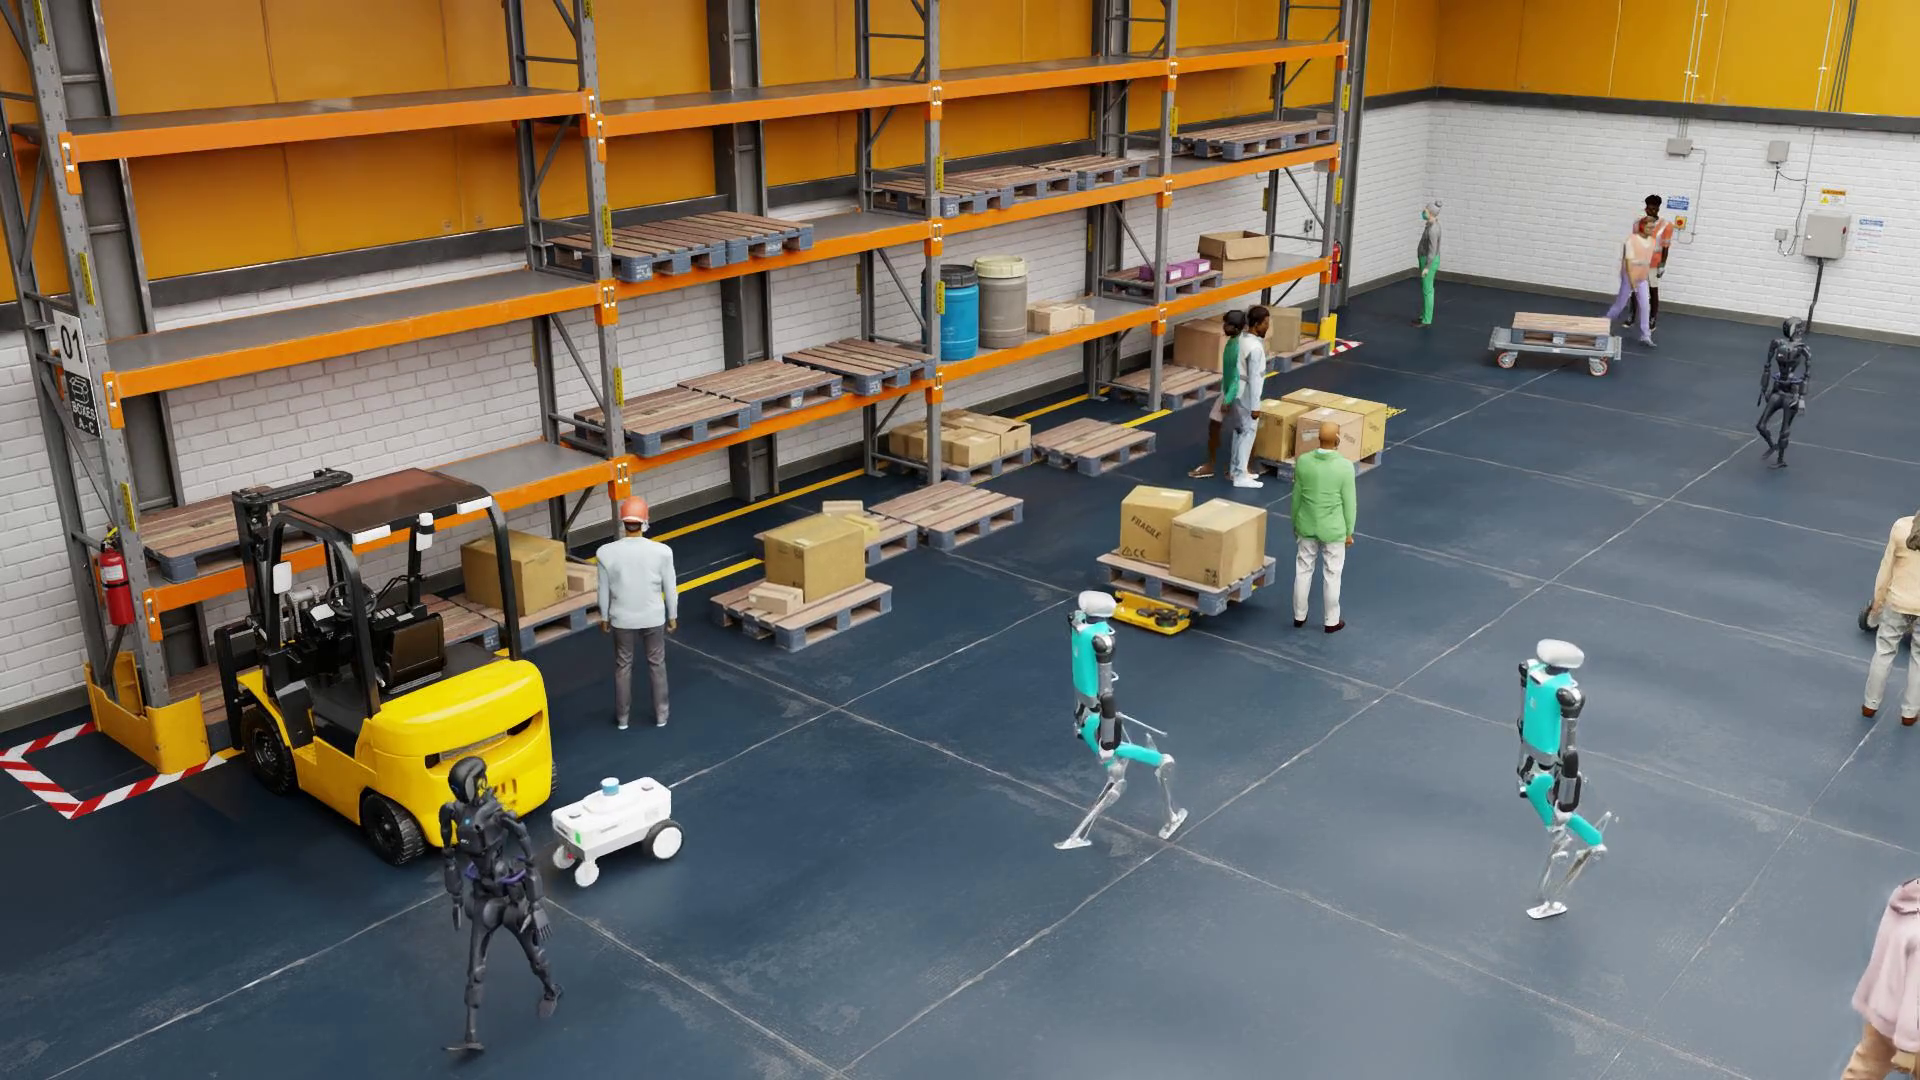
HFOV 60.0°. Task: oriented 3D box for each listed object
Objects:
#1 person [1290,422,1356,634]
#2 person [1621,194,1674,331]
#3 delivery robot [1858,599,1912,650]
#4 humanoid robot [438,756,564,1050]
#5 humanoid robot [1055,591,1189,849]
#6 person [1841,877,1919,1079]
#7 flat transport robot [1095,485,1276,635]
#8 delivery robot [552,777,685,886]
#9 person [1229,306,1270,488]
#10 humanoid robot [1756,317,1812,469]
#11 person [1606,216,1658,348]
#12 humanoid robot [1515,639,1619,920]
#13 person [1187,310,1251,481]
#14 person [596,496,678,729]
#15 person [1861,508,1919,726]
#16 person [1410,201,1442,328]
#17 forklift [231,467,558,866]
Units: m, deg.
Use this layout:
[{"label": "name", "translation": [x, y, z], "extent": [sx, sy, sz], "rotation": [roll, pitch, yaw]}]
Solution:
[{"label": "person", "translation": [2.973, -0.103, 13.643], "extent": [0.539, 1.783, 0.385], "rotation": [11, 23, 28]}, {"label": "person", "translation": [9.897, -3.993, 23.949], "extent": [0.379, 1.958, 0.597], "rotation": [-18, 27, -40]}, {"label": "delivery robot", "translation": [7.832, 0.562, 13.641], "extent": [0.807, 0.613, 0.499], "rotation": [-9, 22, -22]}, {"label": "humanoid robot", "translation": [-2.384, 1.856, 8.555], "extent": [0.612, 1.619, 0.797], "rotation": [7, 21, 18]}, {"label": "humanoid robot", "translation": [1.101, 1.129, 10.423], "extent": [1.003, 1.776, 0.530], "rotation": [-6, 21, -17]}, {"label": "person", "translation": [4.386, 2.175, 7.491], "extent": [0.739, 1.757, 0.544], "rotation": [4, 21, 11]}, {"label": "flat transport robot", "translation": [1.930, 0.456, 14.316], "extent": [0.659, 0.231, 1.431], "rotation": [16, 26, 37]}, {"label": "delivery robot", "translation": [-2.149, 1.763, 10.353], "extent": [0.791, 0.589, 0.499], "rotation": [-17, 26, -39]}, {"label": "person", "translation": [2.980, -1.481, 17.205], "extent": [0.396, 1.909, 0.598], "rotation": [-2, 20, -4]}, {"label": "humanoid robot", "translation": [8.847, -1.575, 17.792], "extent": [0.373, 1.647, 0.589], "rotation": [-10, 23, -25]}, {"label": "person", "translation": [9.408, -3.640, 23.201], "extent": [0.552, 1.794, 0.924], "rotation": [-8, 22, -21]}, {"label": "humanoid robot", "translation": [3.534, 1.446, 9.635], "extent": [0.657, 1.882, 0.543], "rotation": [-4, 21, -12]}, {"label": "person", "translation": [2.747, -1.475, 17.300], "extent": [0.794, 1.825, 0.497], "rotation": [-7, 21, -18]}, {"label": "person", "translation": [-2.318, 0.524, 12.007], "extent": [0.574, 1.737, 0.351], "rotation": [-3, 20, -7]}, {"label": "person", "translation": [6.912, 0.458, 12.012], "extent": [0.566, 1.867, 0.416], "rotation": [11, 23, 28]}, {"label": "person", "translation": [6.791, -4.007, 24.144], "extent": [0.341, 1.838, 0.511], "rotation": [6, 21, 15]}, {"label": "forklift", "translation": [-3.730, 0.710, 10.856], "extent": [2.313, 2.155, 1.214], "rotation": [17, 26, 38]}]
